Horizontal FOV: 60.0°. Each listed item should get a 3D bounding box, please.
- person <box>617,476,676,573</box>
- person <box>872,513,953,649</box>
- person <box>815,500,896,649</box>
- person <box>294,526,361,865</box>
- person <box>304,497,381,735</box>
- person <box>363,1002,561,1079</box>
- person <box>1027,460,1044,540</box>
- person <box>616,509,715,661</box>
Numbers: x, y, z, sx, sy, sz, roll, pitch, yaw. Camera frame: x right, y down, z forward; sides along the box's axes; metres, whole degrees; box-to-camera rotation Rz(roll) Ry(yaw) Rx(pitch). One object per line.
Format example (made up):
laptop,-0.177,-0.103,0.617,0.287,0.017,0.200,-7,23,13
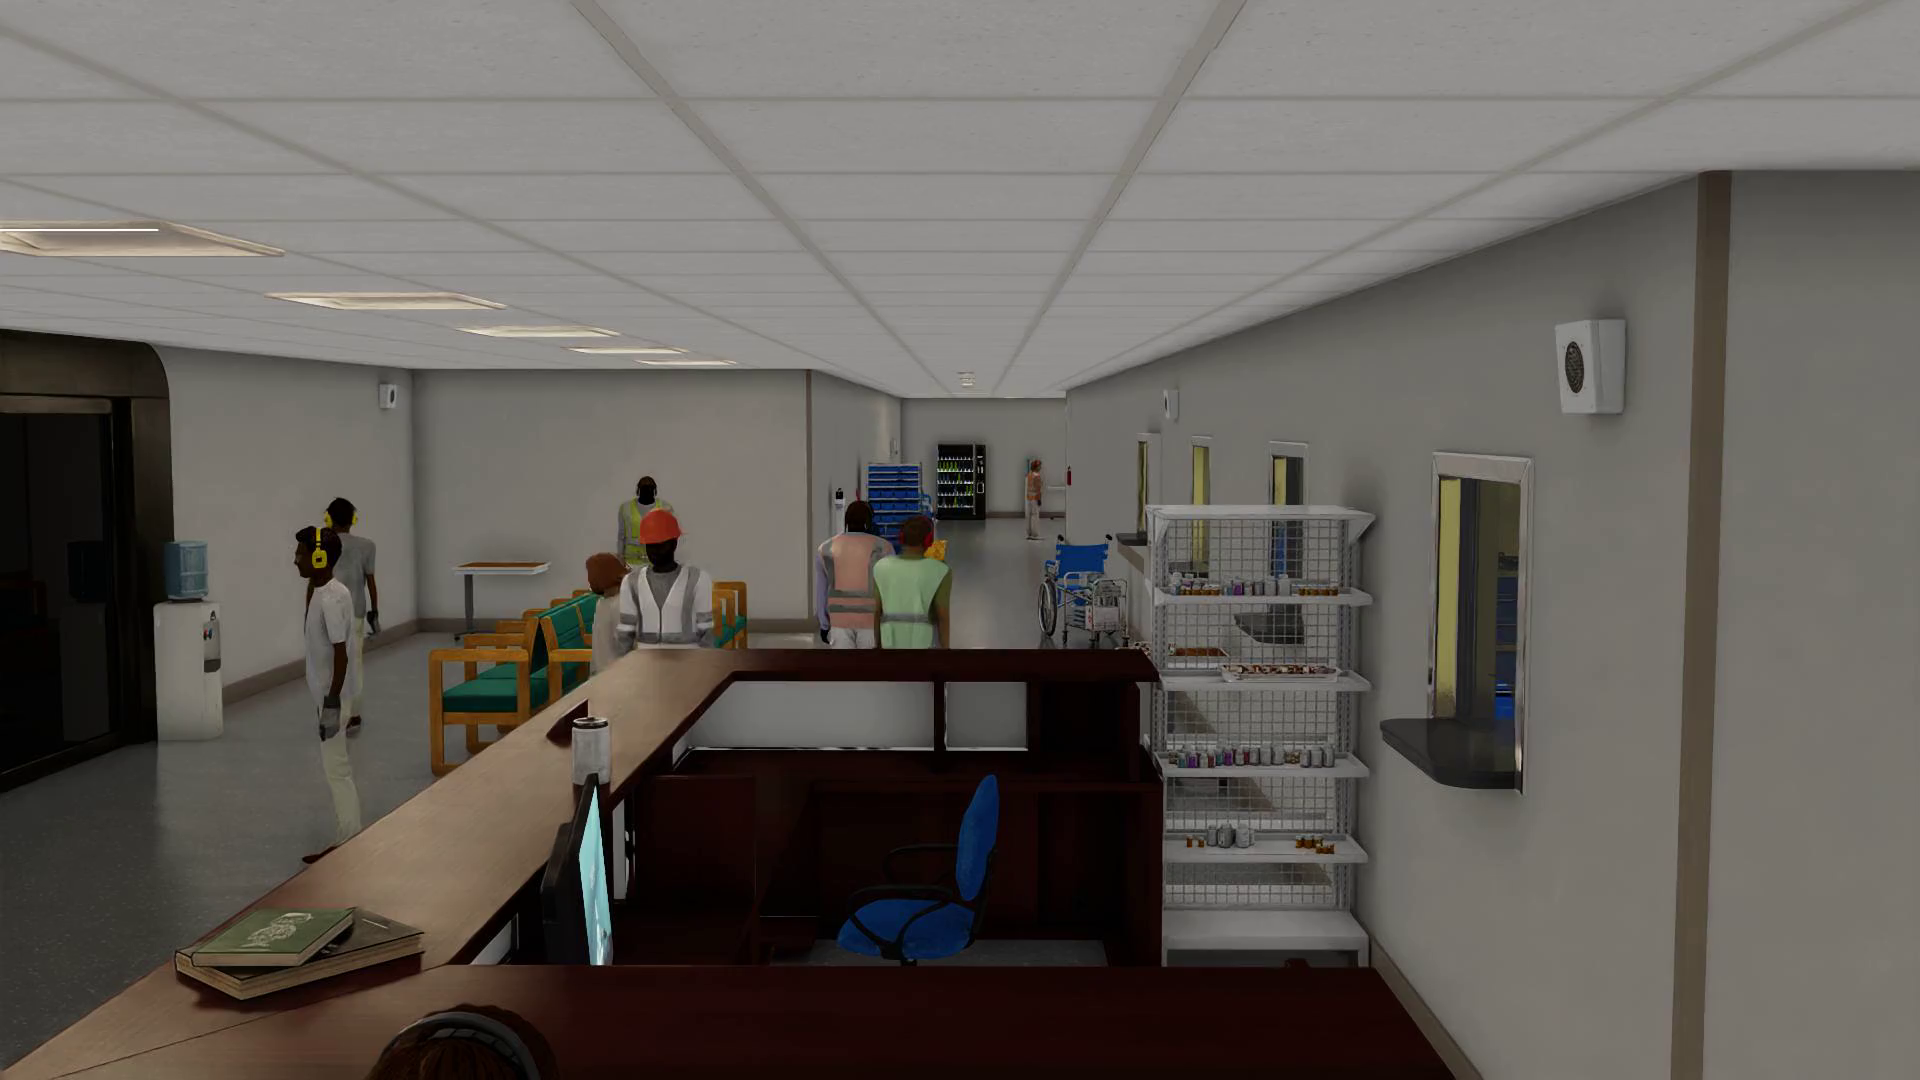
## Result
person,-3.388,0.226,17.976,0.625,1.837,0.430,0,4,-5
person,-0.340,0.734,10.918,0.582,1.818,0.809,1,4,17
person,-0.743,0.624,12.305,0.633,1.841,0.429,1,4,12
person,-3.366,0.855,8.866,0.313,1.869,0.528,-2,4,-22
person,-4.783,0.588,12.874,0.544,1.841,0.798,-2,4,-24
person,-0.497,1.388,1.693,0.618,1.836,0.430,1,4,10
person,1.524,-0.813,33.887,0.311,1.636,0.521,-1,4,-19
person,-1.713,0.780,9.571,0.564,1.915,0.511,1,4,9
